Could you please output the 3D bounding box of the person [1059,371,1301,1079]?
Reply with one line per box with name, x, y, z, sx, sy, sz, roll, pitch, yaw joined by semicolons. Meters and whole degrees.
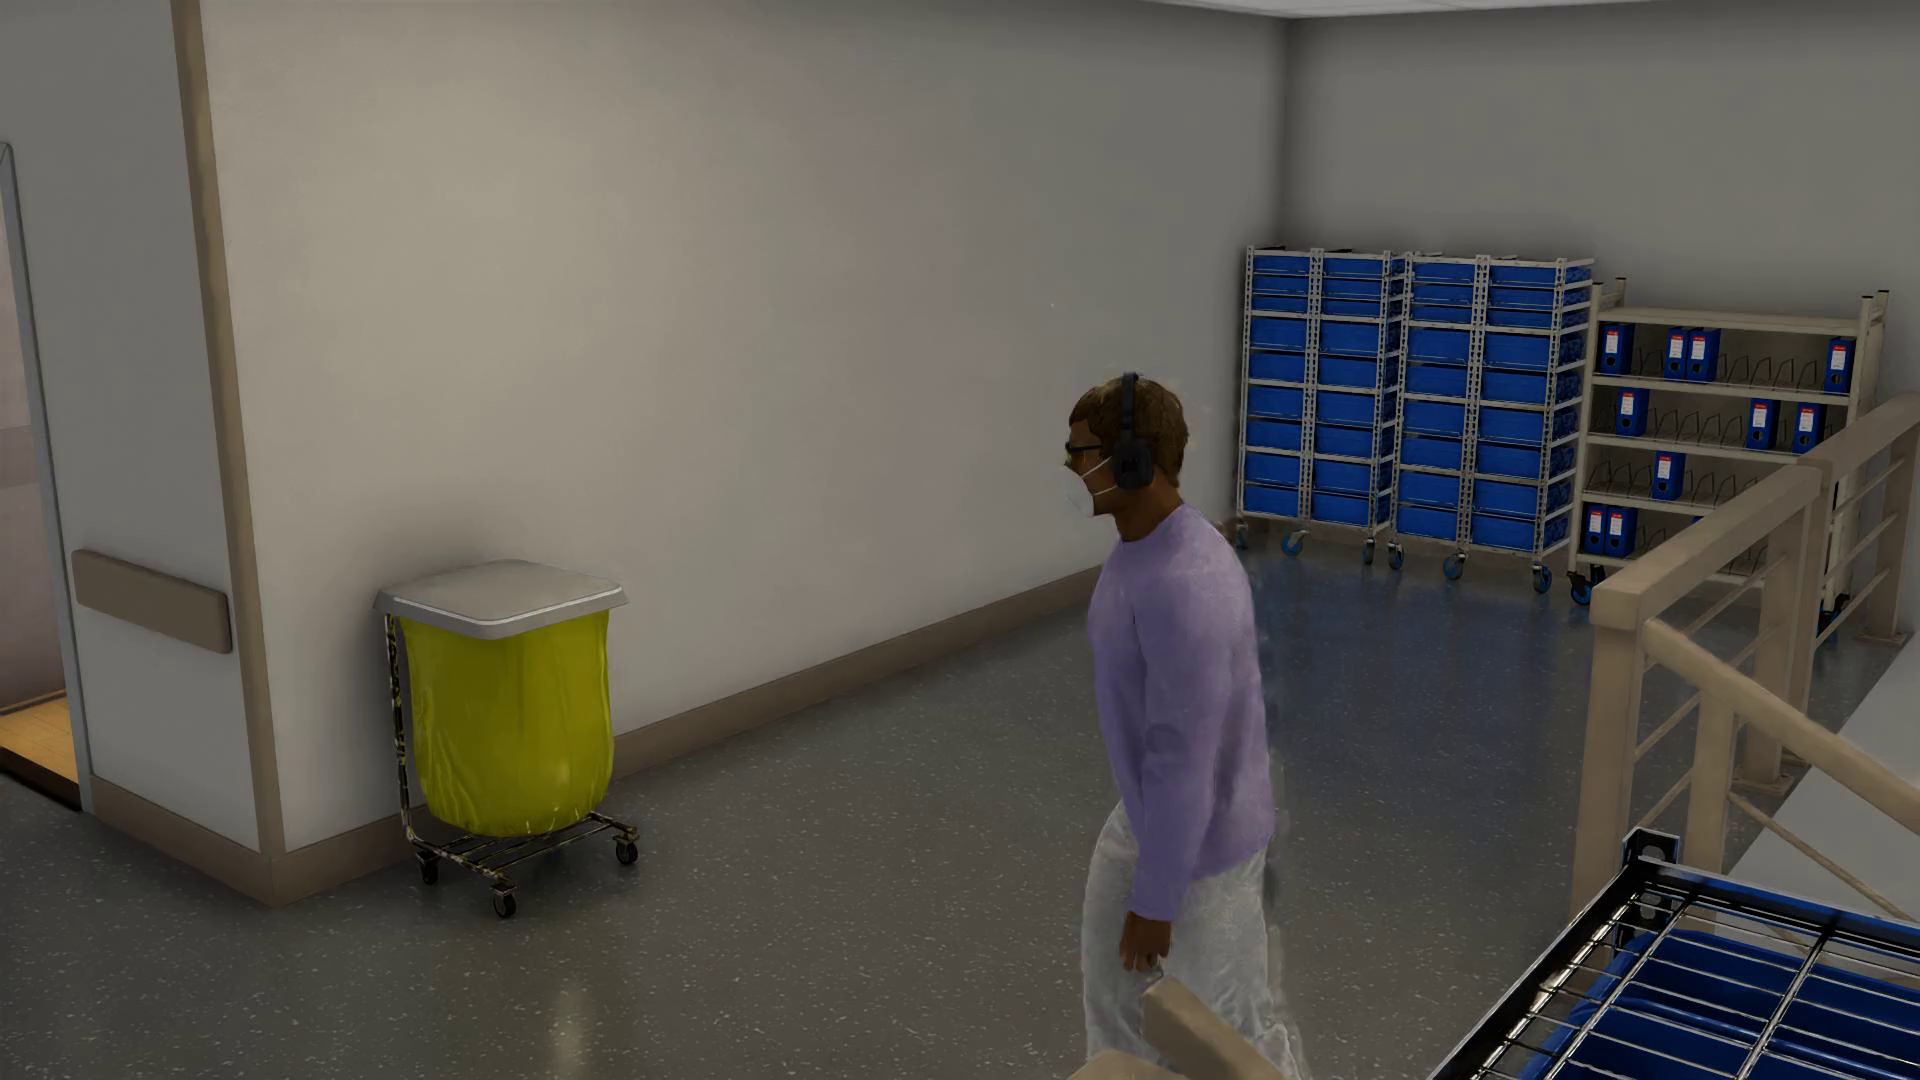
person;0.416;0.620;3.365;0.671;1.908;0.639;-1;14;-5
